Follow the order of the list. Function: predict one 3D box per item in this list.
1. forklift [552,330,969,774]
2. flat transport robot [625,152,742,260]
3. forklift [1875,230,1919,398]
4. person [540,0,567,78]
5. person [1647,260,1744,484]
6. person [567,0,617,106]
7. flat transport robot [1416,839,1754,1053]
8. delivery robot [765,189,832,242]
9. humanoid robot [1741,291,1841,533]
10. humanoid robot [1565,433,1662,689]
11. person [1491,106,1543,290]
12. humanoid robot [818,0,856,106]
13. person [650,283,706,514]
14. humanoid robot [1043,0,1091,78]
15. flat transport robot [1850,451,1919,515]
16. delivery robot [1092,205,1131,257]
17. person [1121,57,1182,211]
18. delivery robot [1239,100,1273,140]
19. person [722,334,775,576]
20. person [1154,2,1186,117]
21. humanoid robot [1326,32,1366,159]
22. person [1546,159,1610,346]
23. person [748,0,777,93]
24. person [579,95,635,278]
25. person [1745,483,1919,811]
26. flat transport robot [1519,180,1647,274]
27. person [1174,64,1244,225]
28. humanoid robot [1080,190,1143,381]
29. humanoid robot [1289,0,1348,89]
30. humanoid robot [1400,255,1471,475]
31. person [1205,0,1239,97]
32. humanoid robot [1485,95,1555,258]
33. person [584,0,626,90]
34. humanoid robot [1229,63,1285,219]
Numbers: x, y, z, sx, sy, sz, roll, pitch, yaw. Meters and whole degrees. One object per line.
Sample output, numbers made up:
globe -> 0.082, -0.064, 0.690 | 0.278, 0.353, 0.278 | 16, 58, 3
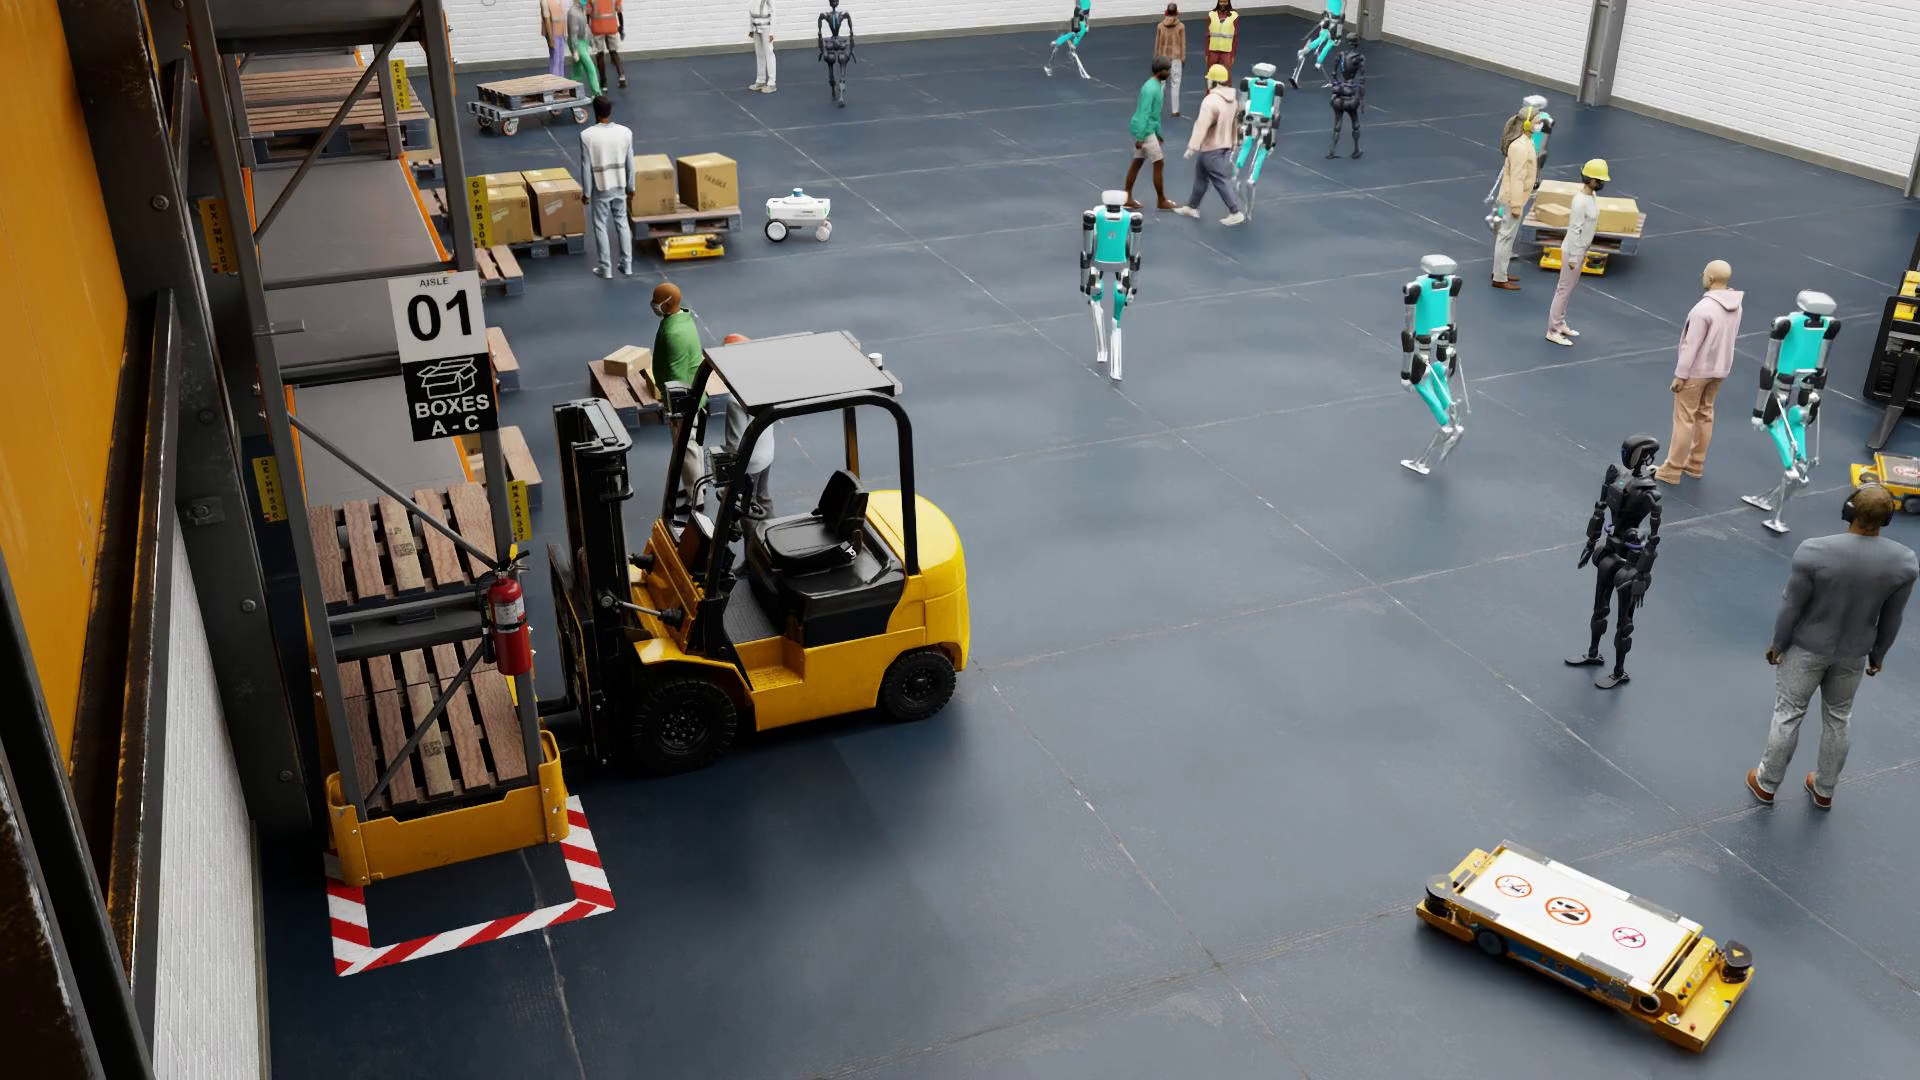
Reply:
forklift -> -1.094, 0.010, 9.831 | 2.313, 2.155, 1.214 | -10, 28, -20
flat transport robot -> -3.138, -3.496, 18.941 | 0.659, 0.231, 1.431 | -7, 28, -14
forklift -> 9.029, -2.397, 14.618 | 1.214, 2.155, 2.313 | 18, 32, 32
person -> -6.253, -7.770, 25.687 | 0.391, 1.846, 0.562 | 4, 27, 7
person -> 5.748, -1.284, 12.866 | 0.536, 1.776, 0.412 | -15, 30, -27
person -> -5.615, -7.420, 25.026 | 0.850, 1.809, 0.489 | -1, 27, -1
flat transport robot -> 3.042, 1.934, 8.140 | 1.431, 0.231, 0.659 | 22, 34, 37
delivery robot -> -1.867, -3.720, 19.085 | 0.813, 0.609, 0.499 | 1, 27, 1
humanoid robot -> 6.149, -0.870, 12.117 | 0.559, 1.785, 0.874 | -5, 27, -10
humanoid robot -> 4.044, 0.119, 10.168 | 0.315, 1.657, 0.599 | -7, 28, -14
person -> 5.752, -3.555, 17.273 | 0.409, 1.877, 0.554 | 8, 28, 15
humanoid robot -> -1.882, -7.479, 25.351 | 0.587, 1.623, 0.794 | 0, 27, 0
person -> -2.087, -1.064, 12.428 | 0.385, 1.776, 0.546 | -2, 27, -4
humanoid robot -> 1.724, -8.415, 27.130 | 0.972, 1.786, 0.546 | 12, 29, 23
flat transport robot -> 7.633, -0.368, 12.719 | 1.431, 0.231, 0.659 | 11, 29, 20
delivery robot -> 1.667, -3.496, 18.601 | 0.499, 0.575, 0.757 | 1, 27, 3
person -> 2.349, -4.854, 19.922 | 0.843, 1.806, 0.511 | 3, 27, 6
delivery robot -> 4.220, -6.034, 23.687 | 0.499, 0.608, 0.797 | -5, 27, -10
person -> -1.479, -0.587, 11.515 | 0.351, 1.742, 0.572 | 8, 28, 15
person -> 3.087, -7.082, 24.541 | 0.469, 1.648, 0.314 | 9, 28, 17
humanoid robot -> 5.192, -5.952, 22.279 | 0.596, 1.648, 0.596 | -19, 32, -32
person -> 5.872, -2.736, 15.764 | 0.325, 1.765, 0.530 | 15, 30, 27
person -> -3.110, -8.003, 26.107 | 0.354, 1.886, 0.572 | -23, 35, -38
person -> -3.702, -3.724, 17.575 | 0.614, 1.903, 0.417 | -19, 32, -33
person -> 4.703, 0.585, 8.983 | 0.625, 1.929, 0.343 | 3, 27, 5
flat transport robot -> 6.886, -3.252, 18.456 | 0.659, 0.231, 1.431 | 12, 29, 22
person -> 2.988, -4.615, 19.435 | 0.939, 1.829, 0.799 | 15, 30, 27
humanoid robot -> 1.344, -2.324, 14.984 | 0.539, 1.766, 0.922 | 2, 27, 4
humanoid robot -> 5.612, -7.996, 26.278 | 0.983, 1.759, 0.543 | -12, 29, -22
humanoid robot -> 3.738, -1.263, 12.903 | 0.530, 1.825, 0.678 | -14, 30, -26
person -> 3.882, -7.249, 24.745 | 0.472, 1.764, 0.367 | 7, 28, 14
humanoid robot -> 5.994, -3.926, 18.131 | 0.684, 1.773, 0.541 | -8, 28, -15
person -> -5.590, -8.027, 26.094 | 0.640, 1.936, 0.576 | -14, 30, -26
humanoid robot -> 3.438, -4.637, 19.699 | 0.532, 1.894, 0.718 | 13, 30, 24
